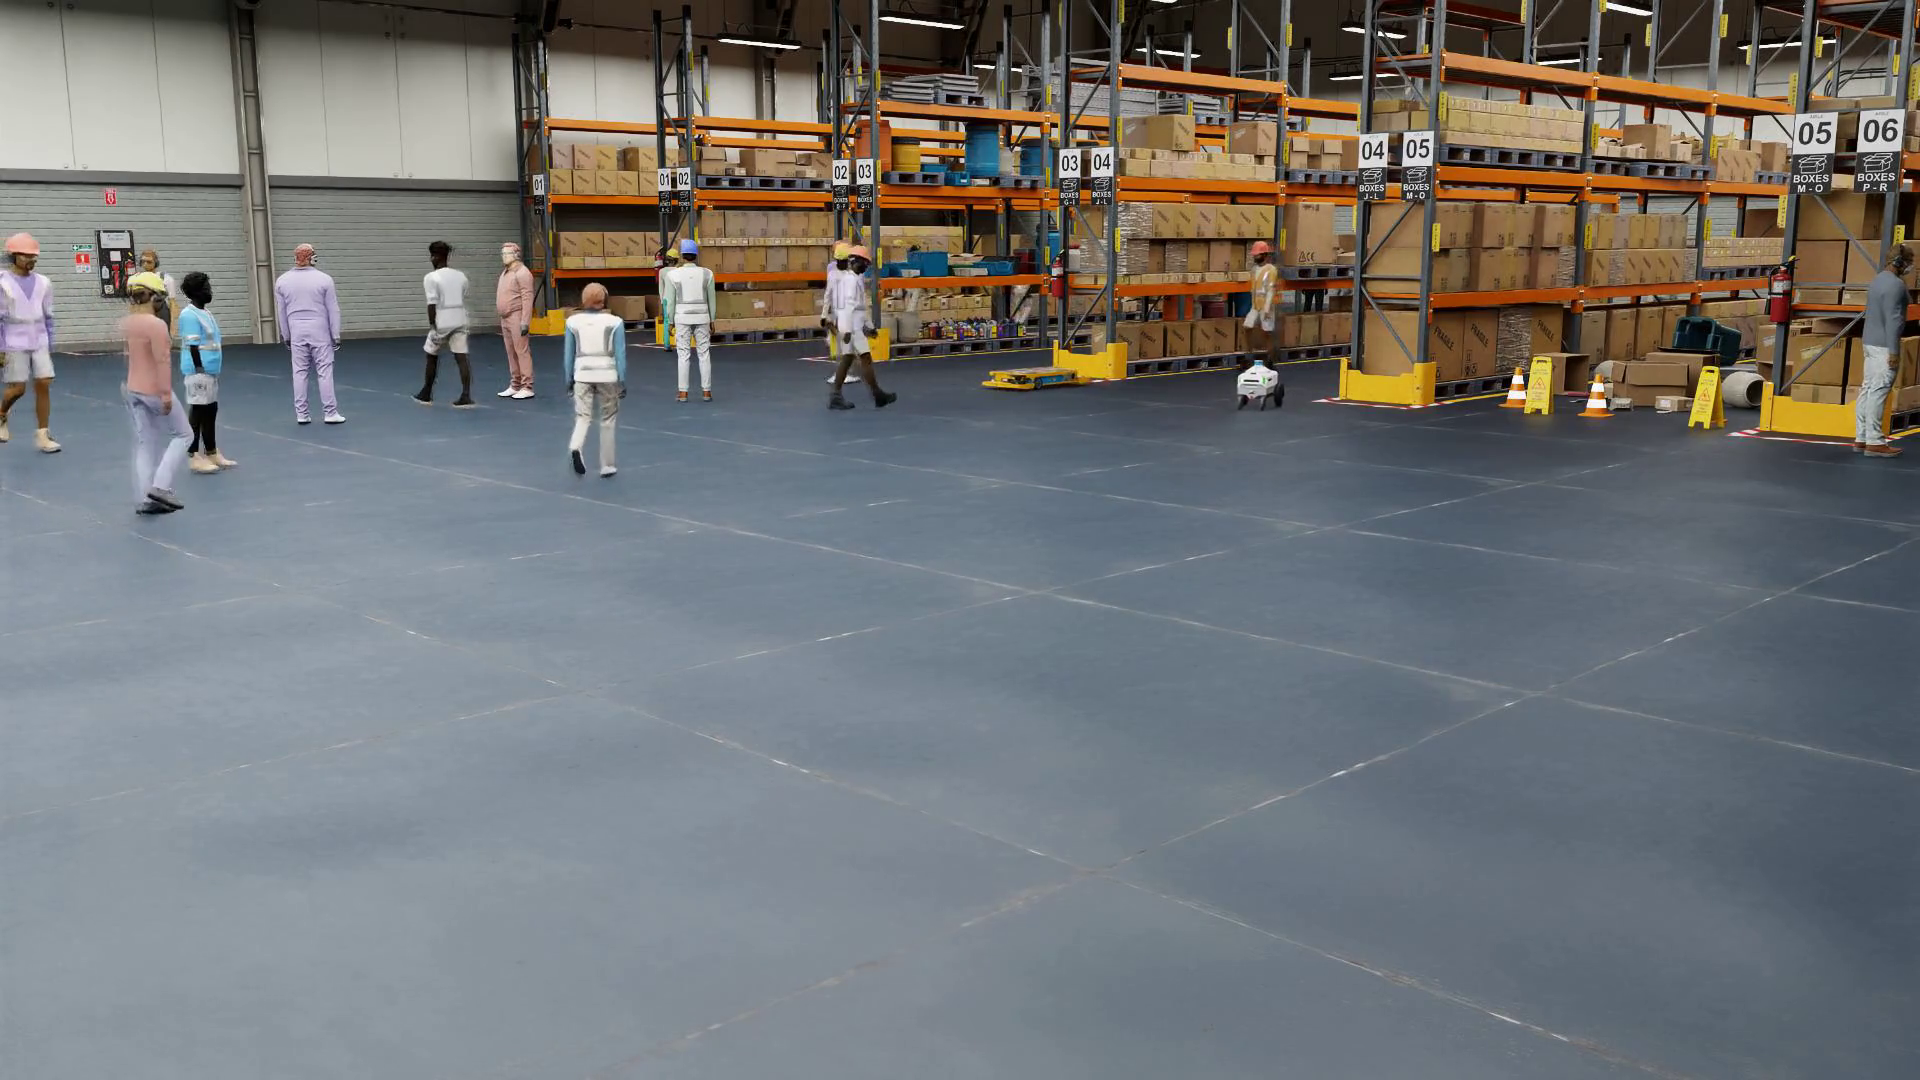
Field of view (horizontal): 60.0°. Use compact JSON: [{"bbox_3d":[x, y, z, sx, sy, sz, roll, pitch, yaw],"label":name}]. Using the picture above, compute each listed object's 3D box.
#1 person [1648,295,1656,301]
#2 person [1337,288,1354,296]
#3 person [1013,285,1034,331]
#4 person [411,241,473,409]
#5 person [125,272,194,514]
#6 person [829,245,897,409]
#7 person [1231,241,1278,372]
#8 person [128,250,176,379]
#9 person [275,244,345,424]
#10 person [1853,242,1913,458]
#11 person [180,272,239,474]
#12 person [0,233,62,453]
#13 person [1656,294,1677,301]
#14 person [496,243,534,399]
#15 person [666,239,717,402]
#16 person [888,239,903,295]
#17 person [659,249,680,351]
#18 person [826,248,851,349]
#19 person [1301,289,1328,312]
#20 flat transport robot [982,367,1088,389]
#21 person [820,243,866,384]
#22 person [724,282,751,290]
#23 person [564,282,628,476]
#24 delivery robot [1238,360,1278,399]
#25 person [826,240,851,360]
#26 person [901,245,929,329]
[{"bbox_3d":[15.094,-5.433,36.167,0.279,1.631,0.504,3,11,14],"label":"person"},{"bbox_3d":[7.884,-5.095,33.599,0.652,1.912,0.759,5,12,26],"label":"person"},{"bbox_3d":[1.306,-5.151,34.637,0.372,1.624,0.535,-9,14,-42],"label":"person"},{"bbox_3d":[-6.079,-2.516,19.463,0.934,1.928,0.607,8,13,37],"label":"person"},{"bbox_3d":[-5.830,-1.057,12.029,0.529,1.738,0.424,7,12,33],"label":"person"},{"bbox_3d":[-1.146,-2.467,19.328,0.853,1.873,0.575,-2,11,-11],"label":"person"},{"bbox_3d":[4.282,-3.350,24.067,0.787,1.911,0.547,-7,12,-32],"label":"person"},{"bbox_3d":[-9.885,-2.628,20.375,0.537,1.822,0.400,-3,11,-14],"label":"person"},{"bbox_3d":[-6.910,-2.189,17.731,0.643,1.909,0.410,0,10,-1],"label":"person"},{"bbox_3d":[8.463,-1.745,15.232,0.377,1.937,0.628,2,11,13],"label":"person"},{"bbox_3d":[-6.434,-1.418,14.184,0.440,1.694,0.564,-2,11,-10],"label":"person"},{"bbox_3d":[-8.732,-1.829,15.450,0.683,2.022,0.619,6,12,31],"label":"person"},{"bbox_3d":[13.267,-4.506,31.196,0.531,1.595,0.499,-4,11,-19],"label":"person"},{"bbox_3d":[-5.513,-2.704,20.537,0.408,1.906,0.653,-9,13,-39],"label":"person"},{"bbox_3d":[-3.257,-2.660,20.185,0.605,1.948,0.391,-3,11,-18],"label":"person"},{"bbox_3d":[-1.298,-5.621,36.436,0.559,1.911,0.593,-10,14,-42],"label":"person"},{"bbox_3d":[-4.955,-4.146,28.786,0.533,1.768,0.310,4,11,22],"label":"person"},{"bbox_3d":[-2.072,-4.267,29.309,0.532,1.829,0.910,6,12,28],"label":"person"},{"bbox_3d":[7.167,-5.141,33.597,0.612,1.991,0.392,8,13,38],"label":"person"},{"bbox_3d":[1.016,-2.173,22.224,0.652,0.197,1.431,10,14,42],"label":"flat transport robot"},{"bbox_3d":[-1.618,-3.034,22.387,0.760,1.882,0.657,-9,14,-41],"label":"person"},{"bbox_3d":[-4.669,-5.309,35.009,0.595,1.806,0.832,4,11,21],"label":"person"},{"bbox_3d":[-3.024,-1.305,13.716,0.529,1.618,0.614,1,10,4],"label":"person"},{"bbox_3d":[3.500,-1.868,19.531,0.477,0.478,0.707,4,11,22],"label":"delivery robot"},{"bbox_3d":[-1.910,-3.813,26.543,0.562,1.918,0.427,-9,14,-40],"label":"person"},{"bbox_3d":[-0.896,-4.891,32.721,0.553,1.823,0.990,10,14,42],"label":"person"}]
